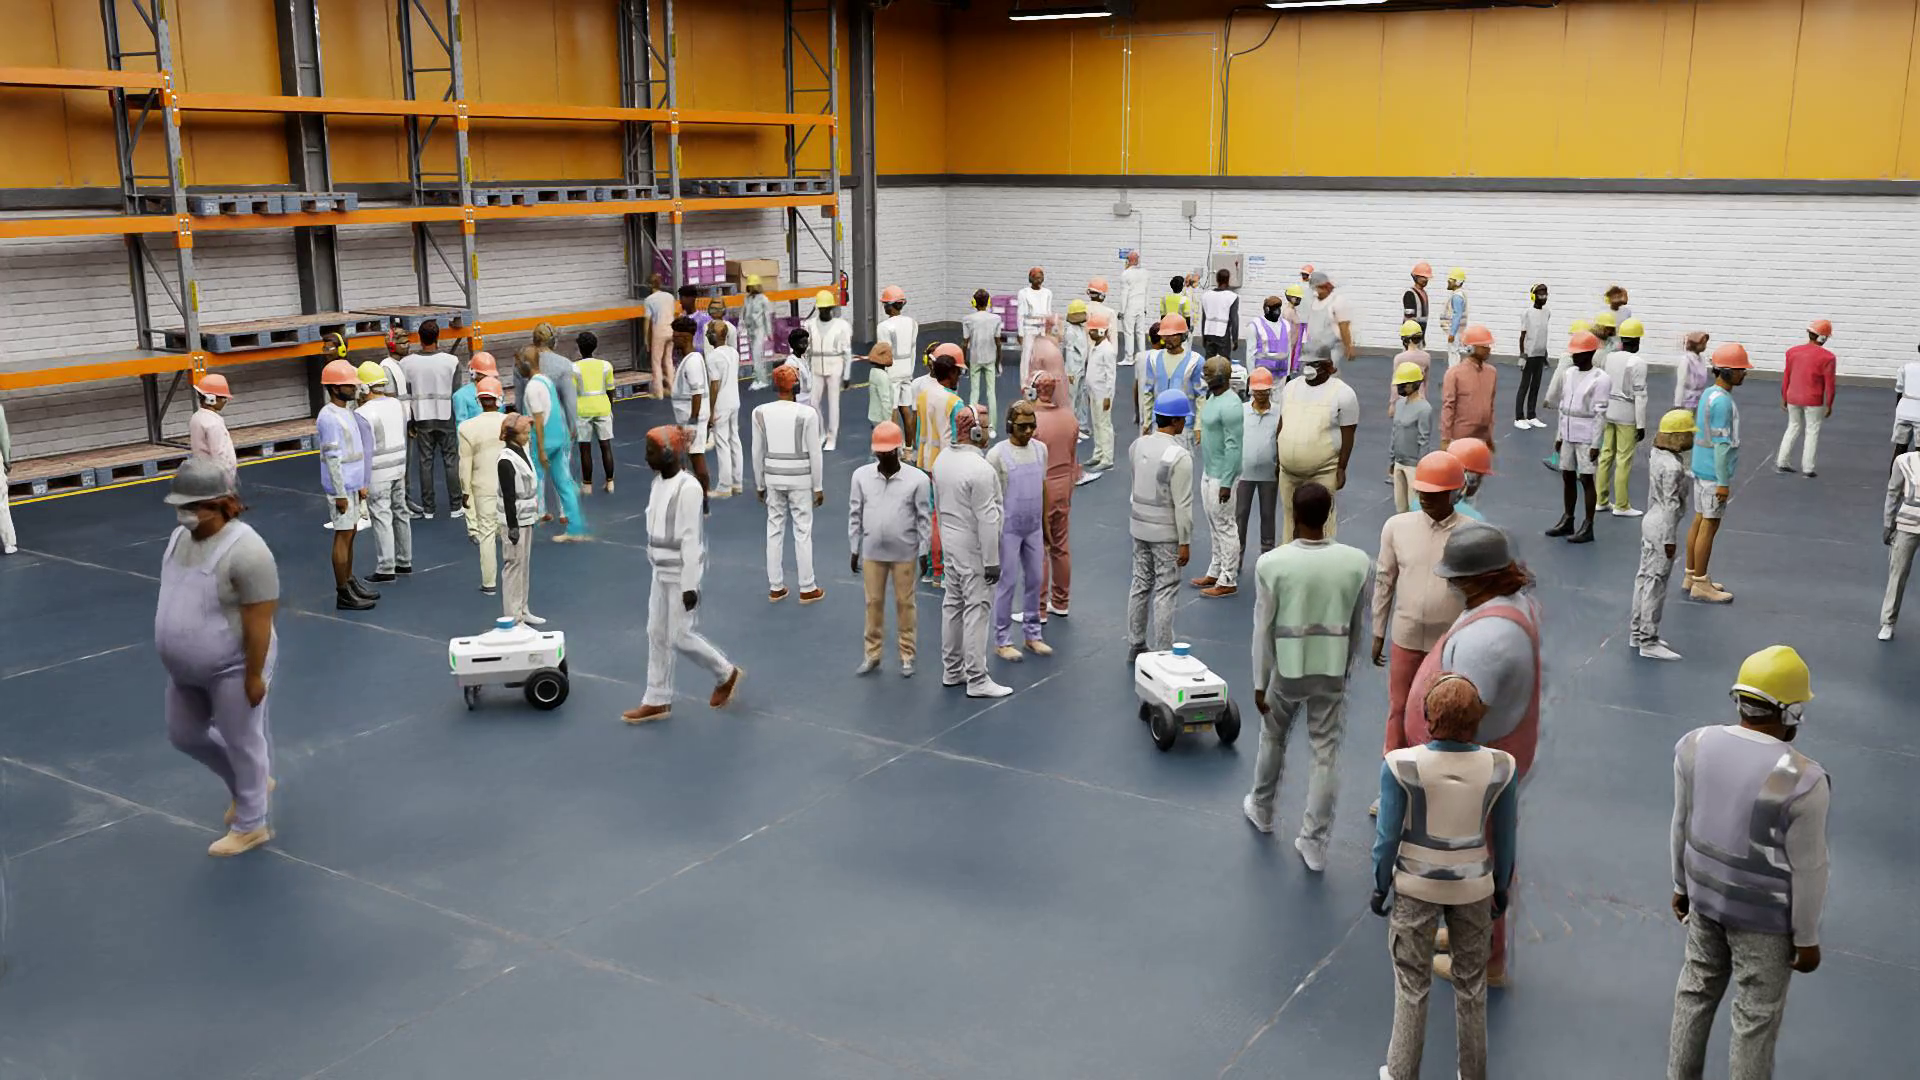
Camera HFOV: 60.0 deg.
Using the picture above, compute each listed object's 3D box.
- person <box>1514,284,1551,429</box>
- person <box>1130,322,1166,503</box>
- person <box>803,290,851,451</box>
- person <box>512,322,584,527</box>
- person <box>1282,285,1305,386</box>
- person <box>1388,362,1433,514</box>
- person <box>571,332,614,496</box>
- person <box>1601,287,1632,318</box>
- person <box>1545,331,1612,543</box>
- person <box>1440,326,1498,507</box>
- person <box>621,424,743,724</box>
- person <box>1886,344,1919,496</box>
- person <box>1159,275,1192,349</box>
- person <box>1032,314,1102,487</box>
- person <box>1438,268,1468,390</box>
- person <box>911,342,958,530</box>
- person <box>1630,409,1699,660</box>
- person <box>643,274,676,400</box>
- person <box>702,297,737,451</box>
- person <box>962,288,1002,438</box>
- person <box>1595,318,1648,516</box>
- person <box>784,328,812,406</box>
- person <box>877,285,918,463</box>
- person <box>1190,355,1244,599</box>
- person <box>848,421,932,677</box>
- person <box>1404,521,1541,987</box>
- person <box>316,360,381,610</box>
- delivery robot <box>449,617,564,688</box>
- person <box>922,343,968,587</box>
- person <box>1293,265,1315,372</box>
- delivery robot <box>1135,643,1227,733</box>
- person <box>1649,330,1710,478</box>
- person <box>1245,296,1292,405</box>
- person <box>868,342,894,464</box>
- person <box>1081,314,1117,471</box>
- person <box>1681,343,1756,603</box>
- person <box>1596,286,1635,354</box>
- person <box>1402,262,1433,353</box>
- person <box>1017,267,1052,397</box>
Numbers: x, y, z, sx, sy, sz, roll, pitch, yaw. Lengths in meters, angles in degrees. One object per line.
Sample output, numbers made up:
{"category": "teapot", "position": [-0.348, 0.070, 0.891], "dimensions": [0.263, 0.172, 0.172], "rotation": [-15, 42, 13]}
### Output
{"category": "person", "position": [7.421, -2.370, 21.461], "dimensions": [0.531, 1.870, 0.316], "rotation": [-8, 15, -30]}
{"category": "person", "position": [1.945, -1.256, 16.674], "dimensions": [0.327, 1.853, 0.526], "rotation": [-12, 17, -41]}
{"category": "person", "position": [-1.599, -1.991, 19.708], "dimensions": [0.611, 1.912, 0.500], "rotation": [3, 13, 14]}
{"category": "person", "position": [-3.893, -1.084, 15.729], "dimensions": [0.627, 1.940, 0.375], "rotation": [4, 14, 17]}
{"category": "person", "position": [4.508, -2.599, 22.697], "dimensions": [0.328, 1.762, 0.523], "rotation": [4, 14, 19]}
{"category": "person", "position": [3.825, -0.645, 14.229], "dimensions": [0.345, 1.758, 0.532], "rotation": [-4, 13, -15]}
{"category": "person", "position": [-3.820, -1.302, 17.207], "dimensions": [0.536, 1.696, 0.322], "rotation": [-9, 16, -34]}
{"category": "person", "position": [9.387, -2.803, 23.857], "dimensions": [0.275, 1.631, 0.507], "rotation": [-9, 16, -34]}
{"category": "person", "position": [5.618, -0.940, 15.134], "dimensions": [0.381, 1.928, 0.546], "rotation": [-5, 14, -22]}
{"category": "person", "position": [4.601, -0.921, 14.959], "dimensions": [0.637, 1.987, 0.486], "rotation": [-7, 15, -29]}
{"category": "person", "position": [-1.741, 0.210, 10.270], "dimensions": [0.702, 1.868, 0.609], "rotation": [-9, 16, -33]}
{"category": "person", "position": [9.770, -1.239, 16.954], "dimensions": [0.321, 1.685, 0.542], "rotation": [-6, 14, -25]}
{"category": "person", "position": [3.287, -3.171, 25.315], "dimensions": [0.541, 1.696, 0.316], "rotation": [9, 16, 35]}
{"category": "person", "position": [1.010, -1.408, 17.328], "dimensions": [0.993, 1.857, 0.665], "rotation": [0, 13, 0]}
{"category": "person", "position": [7.400, -3.163, 24.972], "dimensions": [0.404, 1.837, 0.593], "rotation": [4, 14, 16]}
{"category": "person", "position": [-0.200, -0.835, 14.813], "dimensions": [0.536, 1.864, 0.314], "rotation": [-10, 16, -36]}
{"category": "person", "position": [4.949, -0.049, 11.666], "dimensions": [0.308, 1.745, 0.487], "rotation": [2, 13, 10]}
{"category": "person", "position": [-4.292, -2.903, 23.880], "dimensions": [0.574, 1.827, 0.482], "rotation": [-12, 18, -43]}
{"category": "person", "position": [-2.865, -1.960, 19.734], "dimensions": [0.505, 1.846, 0.344], "rotation": [8, 15, 31]}
{"category": "person", "position": [0.276, -2.194, 20.732], "dimensions": [0.508, 1.860, 0.334], "rotation": [-1, 13, -3]}
{"category": "person", "position": [6.468, -1.194, 16.227], "dimensions": [0.360, 1.930, 0.588], "rotation": [-5, 14, -21]}
{"category": "person", "position": [-1.723, -1.397, 17.618], "dimensions": [0.321, 1.696, 0.530], "rotation": [1, 13, 6]}
{"category": "person", "position": [-0.744, -1.853, 18.837], "dimensions": [0.372, 2.044, 0.607], "rotation": [10, 16, 36]}
{"category": "person", "position": [2.065, -0.503, 13.214], "dimensions": [0.353, 1.936, 0.633], "rotation": [-1, 13, -4]}
{"category": "person", "position": [-0.481, 0.063, 11.166], "dimensions": [0.572, 1.746, 0.346], "rotation": [2, 13, 10]}
{"category": "person", "position": [2.137, 0.879, 6.993], "dimensions": [0.536, 2.000, 0.705], "rotation": [6, 14, 23]}
{"category": "person", "position": [-4.749, -0.428, 12.891], "dimensions": [0.357, 1.938, 0.542], "rotation": [-2, 13, -9]}
{"category": "delivery robot", "position": [-2.902, 0.738, 10.653], "dimensions": [0.707, 0.478, 0.477], "rotation": [-3, 13, -14]}
{"category": "person", "position": [-0.127, -0.612, 13.582], "dimensions": [0.393, 1.986, 0.610], "rotation": [-3, 13, -14]}
{"category": "person", "position": [5.615, -3.586, 27.009], "dimensions": [0.561, 1.742, 0.337], "rotation": [6, 14, 25]}
{"category": "delivery robot", "position": [1.333, 0.868, 10.090], "dimensions": [0.477, 0.478, 0.707], "rotation": [-4, 13, -16]}
{"category": "person", "position": [7.903, -1.482, 18.154], "dimensions": [0.518, 1.625, 0.479], "rotation": [-12, 18, -43]}
{"category": "person", "position": [3.705, -1.992, 19.878], "dimensions": [0.625, 1.846, 0.429], "rotation": [-6, 14, -25]}
{"category": "person", "position": [-0.785, -1.190, 16.855], "dimensions": [0.281, 1.636, 0.498], "rotation": [-4, 14, -17]}
{"category": "person", "position": [1.546, -1.651, 18.595], "dimensions": [0.342, 1.749, 0.573], "rotation": [-4, 13, -15]}
{"category": "person", "position": [5.978, -0.534, 13.119], "dimensions": [0.378, 2.044, 0.607], "rotation": [3, 13, 12]}
{"category": "person", "position": [8.565, -2.427, 21.843], "dimensions": [0.526, 1.819, 0.952], "rotation": [-6, 14, -26]}
{"category": "person", "position": [6.331, -2.825, 23.061], "dimensions": [0.394, 2.040, 0.609], "rotation": [9, 16, 34]}
{"category": "person", "position": [1.097, -3.037, 24.325], "dimensions": [0.576, 1.881, 0.352], "rotation": [-7, 15, -28]}
